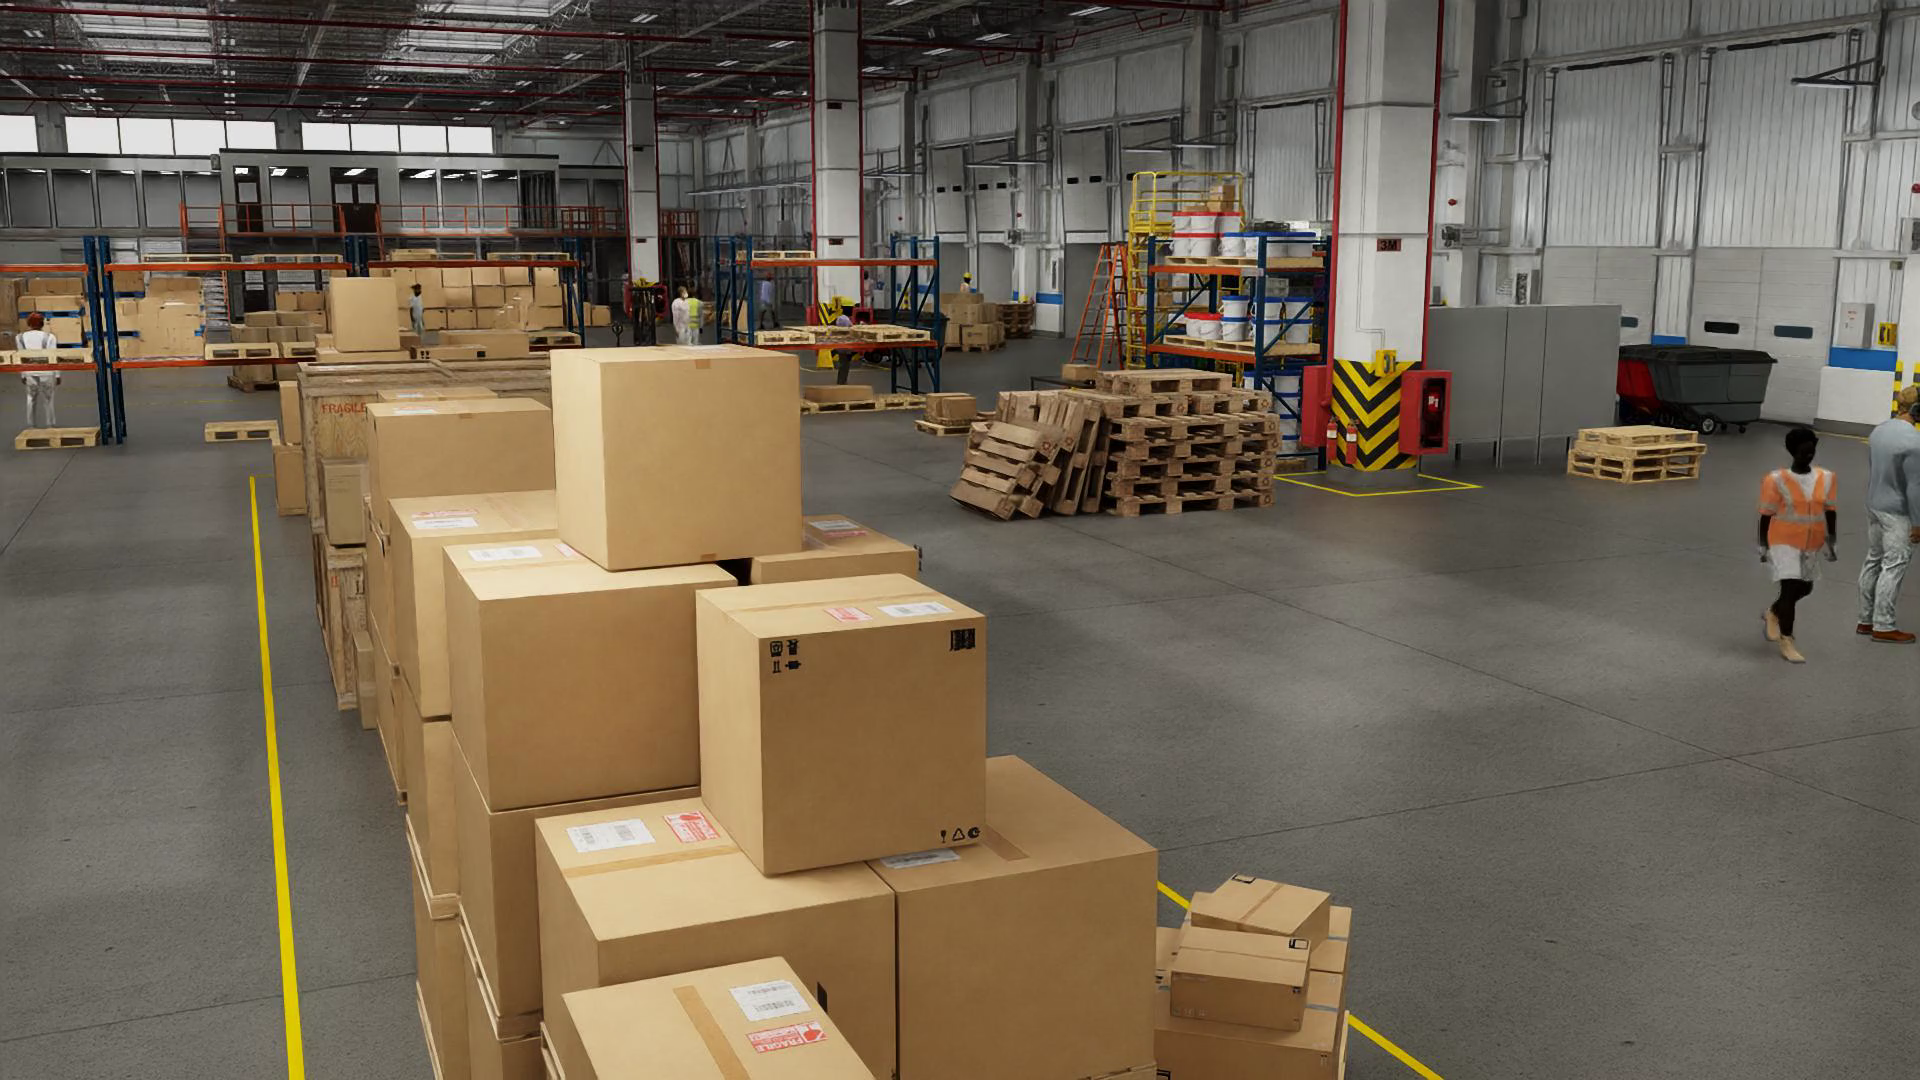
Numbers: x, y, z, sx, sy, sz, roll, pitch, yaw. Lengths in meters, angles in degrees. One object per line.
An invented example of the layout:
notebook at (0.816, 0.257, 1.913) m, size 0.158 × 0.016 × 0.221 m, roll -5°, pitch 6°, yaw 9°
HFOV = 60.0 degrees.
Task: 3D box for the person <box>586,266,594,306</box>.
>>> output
person at (-15.904, -10.862, 71.427) m, size 0.583 × 1.849 × 0.904 m, roll -8°, pitch 13°, yaw -38°

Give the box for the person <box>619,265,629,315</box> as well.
person at (-12.965, -9.725, 64.853) m, size 0.602 × 1.949 × 0.391 m, roll 2°, pitch 10°, yaw 11°

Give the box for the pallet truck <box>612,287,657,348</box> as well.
pallet truck at (-6.464, -4.406, 35.401) m, size 0.823 × 1.965 × 1.885 m, roll 6°, pitch 12°, yaw 32°

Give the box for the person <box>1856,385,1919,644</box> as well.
person at (6.959, -0.189, 12.367) m, size 0.384 × 1.930 × 0.634 m, roll 0°, pitch 10°, yaw 0°

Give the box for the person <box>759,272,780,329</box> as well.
person at (-6.385, -7.960, 55.316) m, size 0.565 × 1.891 × 0.985 m, roll 6°, pitch 12°, yaw 30°

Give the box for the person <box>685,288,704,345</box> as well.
person at (-6.480, -5.096, 39.721) m, size 0.644 × 1.797 × 0.901 m, roll -4°, pitch 11°, yaw -21°

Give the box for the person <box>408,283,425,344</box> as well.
person at (-13.760, -5.570, 42.186) m, size 0.310 × 1.864 × 0.533 m, roll 3°, pitch 11°, yaw 16°

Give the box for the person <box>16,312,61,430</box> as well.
person at (-14.101, -2.541, 25.468) m, size 0.575 × 1.877 × 0.347 m, roll -2°, pitch 10°, yaw -9°

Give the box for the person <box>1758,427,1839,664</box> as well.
person at (6.004, 0.003, 12.010) m, size 0.534 × 1.669 × 0.753 m, roll -1°, pitch 10°, yaw -4°

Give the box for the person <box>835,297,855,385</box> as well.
person at (-2.108, -3.522, 30.763) m, size 0.389 × 1.919 × 0.586 m, roll -3°, pitch 11°, yaw -15°

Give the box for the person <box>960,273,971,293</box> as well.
person at (0.196, -7.490, 52.623) m, size 0.380 × 1.917 × 0.585 m, roll -4°, pitch 11°, yaw -21°

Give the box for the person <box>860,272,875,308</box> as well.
person at (-3.421, -8.829, 60.350) m, size 0.646 × 1.799 × 0.952 m, roll 0°, pitch 10°, yaw -1°

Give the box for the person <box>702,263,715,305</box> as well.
person at (-10.666, -10.743, 70.461) m, size 0.621 × 1.965 × 0.949 m, roll -8°, pitch 13°, yaw -38°

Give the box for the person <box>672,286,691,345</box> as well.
person at (-6.213, -4.709, 37.234) m, size 0.354 × 1.938 × 0.636 m, roll 3°, pitch 11°, yaw 17°
